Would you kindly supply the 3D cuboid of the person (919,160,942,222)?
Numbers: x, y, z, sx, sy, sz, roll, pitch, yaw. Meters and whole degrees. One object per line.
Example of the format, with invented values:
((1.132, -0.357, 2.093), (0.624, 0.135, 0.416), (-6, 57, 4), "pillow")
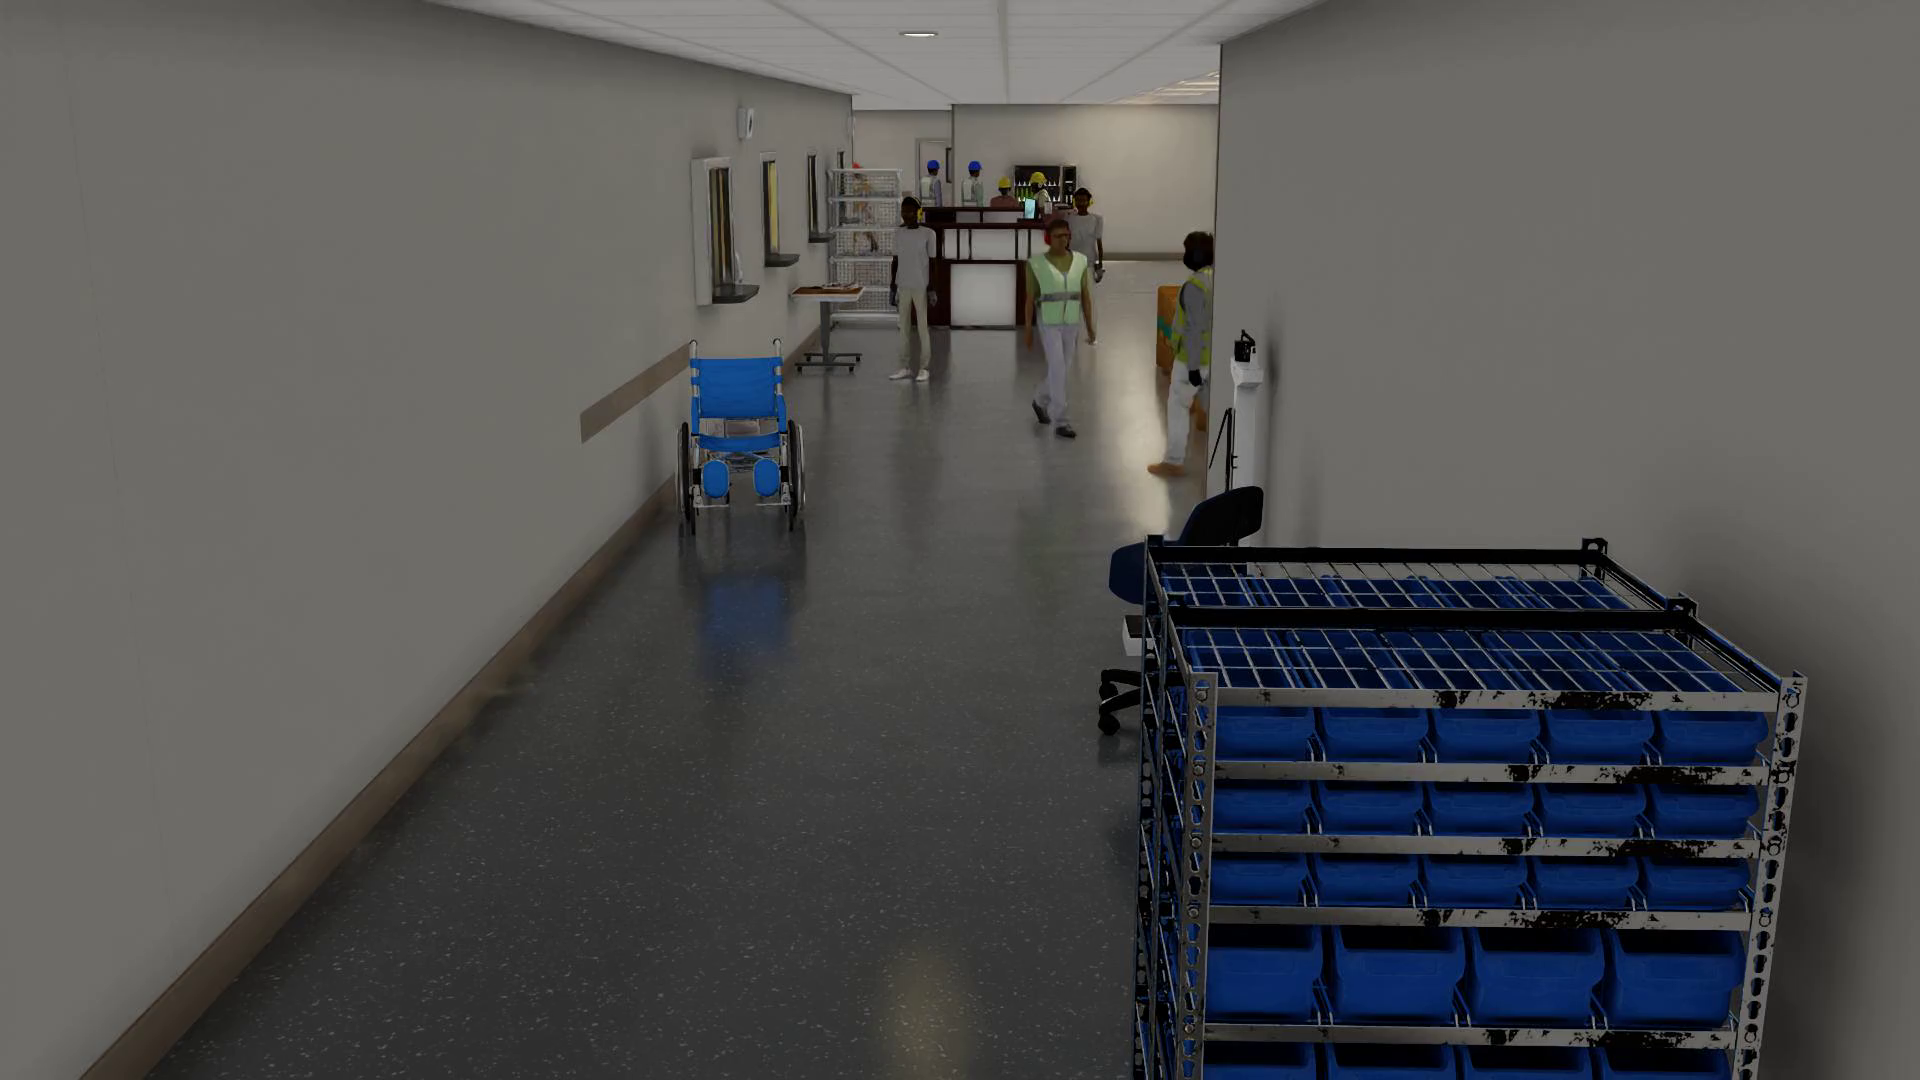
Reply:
((-0.560, -6.570, 33.084), (0.405, 1.945, 0.615), (-11, 18, -39), "person")

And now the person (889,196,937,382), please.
((-0.480, -2.549, 16.927), (0.533, 1.868, 0.310), (6, 15, 22), "person")

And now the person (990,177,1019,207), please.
((0.733, -5.138, 27.670), (0.524, 1.762, 0.345), (5, 15, 20), "person")

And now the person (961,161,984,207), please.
((0.261, -6.249, 31.778), (0.390, 1.949, 0.602), (-10, 17, -35), "person")

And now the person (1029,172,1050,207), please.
((1.346, -5.369, 28.479), (0.403, 1.827, 0.590), (0, 14, -1), "person")

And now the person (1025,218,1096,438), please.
((0.806, -1.822, 14.110), (0.568, 1.811, 0.887), (-7, 16, -27), "person")

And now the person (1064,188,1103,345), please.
((1.460, -3.257, 19.833), (0.505, 1.861, 0.330), (4, 14, 16), "person")
